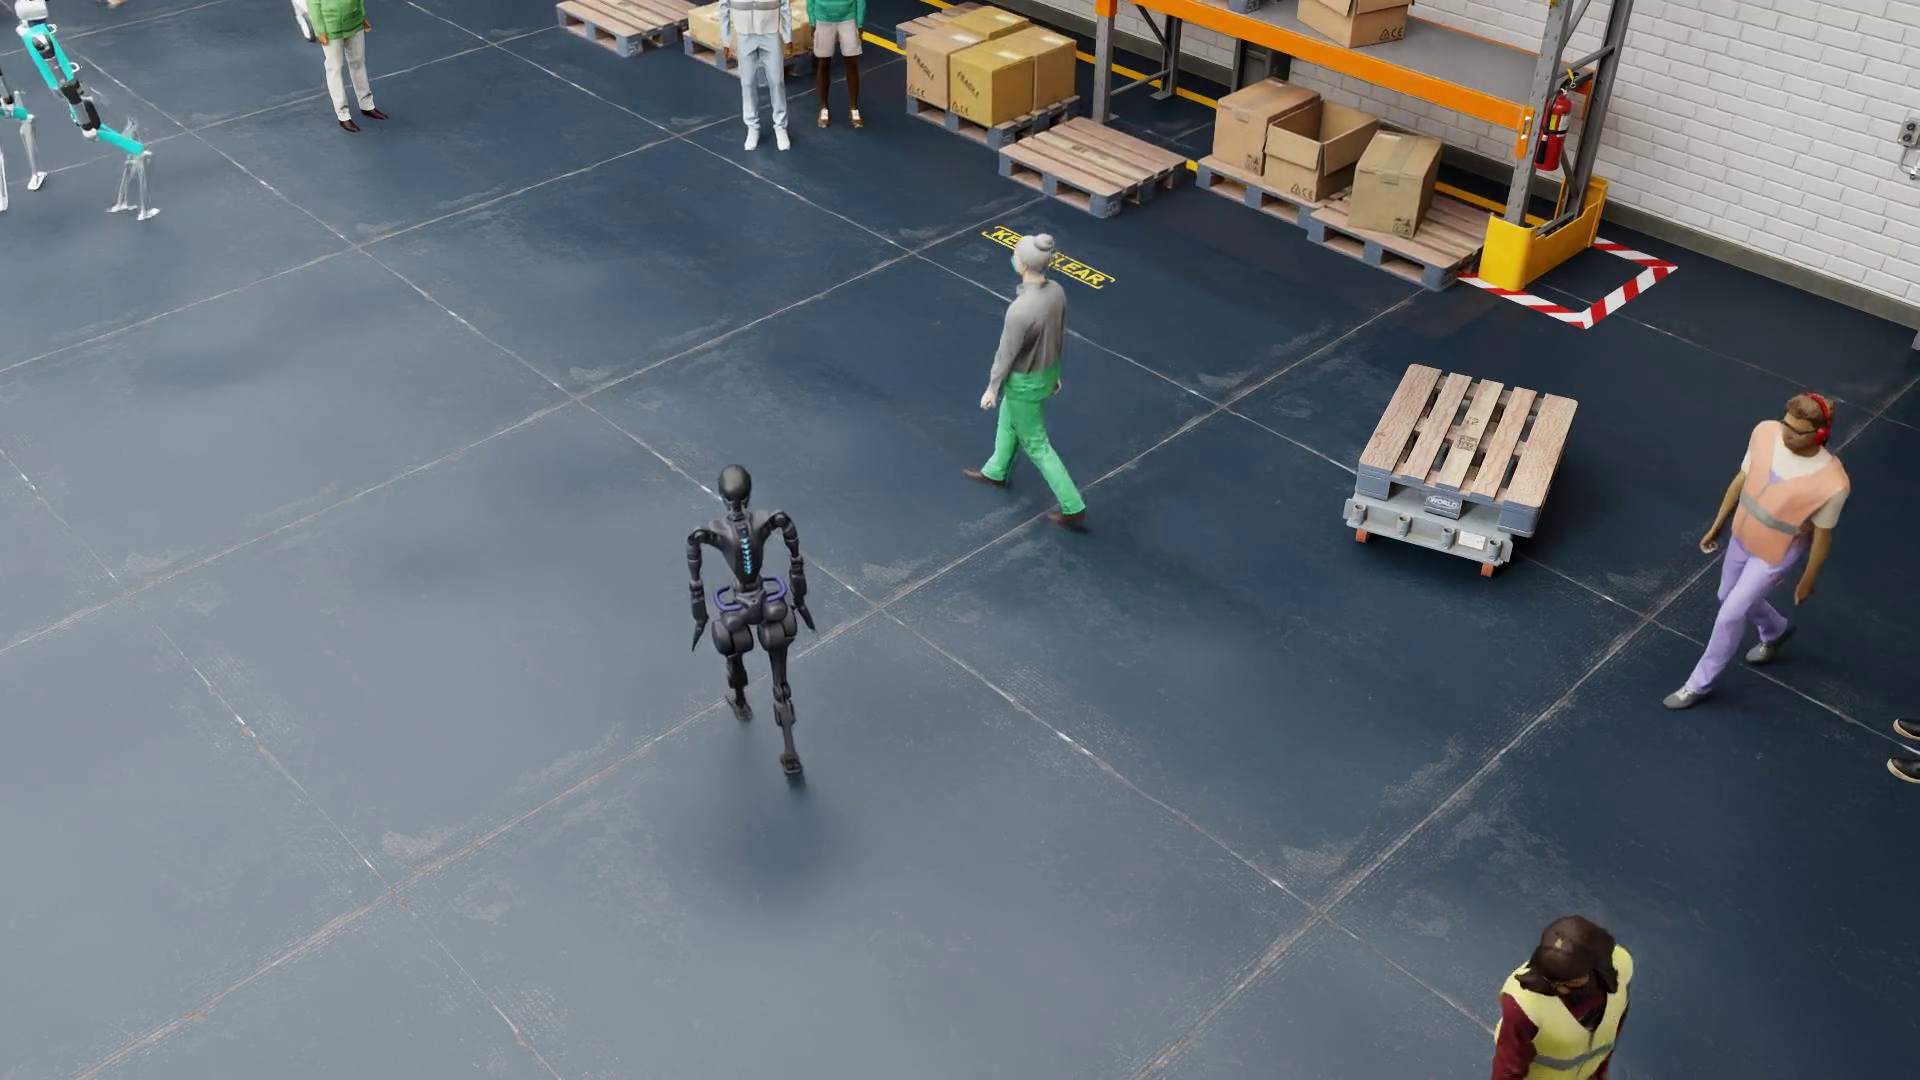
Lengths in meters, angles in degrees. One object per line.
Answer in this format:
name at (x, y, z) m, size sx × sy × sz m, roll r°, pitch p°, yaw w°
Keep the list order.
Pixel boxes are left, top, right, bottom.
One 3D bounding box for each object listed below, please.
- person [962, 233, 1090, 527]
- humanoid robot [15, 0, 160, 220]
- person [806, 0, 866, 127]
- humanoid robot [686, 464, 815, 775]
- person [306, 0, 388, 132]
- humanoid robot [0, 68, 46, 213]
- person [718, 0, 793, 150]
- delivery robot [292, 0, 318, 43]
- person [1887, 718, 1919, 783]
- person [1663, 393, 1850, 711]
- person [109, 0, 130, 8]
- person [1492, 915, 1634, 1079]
person at (0.412, -0.933, 9.493) m, size 0.910 × 1.806 × 0.504 m, roll 18°, pitch 41°, yaw 22°
humanoid robot at (-6.541, -3.279, 12.651) m, size 0.734 × 1.769 × 0.536 m, roll -23°, pitch 43°, yaw -27°
person at (-1.043, -4.422, 14.086) m, size 0.501 × 1.843 × 0.401 m, roll -3°, pitch 37°, yaw -4°
humanoid robot at (-0.989, 0.356, 7.936) m, size 0.607 × 1.626 × 0.783 m, roll -12°, pitch 39°, yaw -16°
person at (-5.245, -4.381, 14.077) m, size 0.387 × 1.784 × 0.537 m, roll 22°, pitch 42°, yaw 26°
humanoid robot at (-7.609, -3.489, 12.950) m, size 0.576 × 1.774 × 0.891 m, roll -4°, pitch 37°, yaw -6°
person at (-1.671, -4.155, 13.679) m, size 0.596 × 1.908 × 0.411 m, roll -3°, pitch 37°, yaw -4°
delivery robot at (-6.230, -5.198, 16.193) m, size 0.499 × 0.613 × 0.797 m, roll -24°, pitch 43°, yaw -28°
person at (4.804, 0.315, 7.722) m, size 0.381 × 1.957 × 0.601 m, roll 19°, pitch 41°, yaw 23°
person at (4.017, 0.032, 8.212) m, size 0.800 × 1.808 × 0.553 m, roll -10°, pitch 38°, yaw -14°
person at (-8.542, -6.324, 16.453) m, size 0.623 × 2.020 × 0.511 m, roll 3°, pitch 37°, yaw 4°
person at (2.005, 1.875, 5.833) m, size 0.585 × 1.750 × 0.358 m, roll -16°, pitch 40°, yaw -20°
